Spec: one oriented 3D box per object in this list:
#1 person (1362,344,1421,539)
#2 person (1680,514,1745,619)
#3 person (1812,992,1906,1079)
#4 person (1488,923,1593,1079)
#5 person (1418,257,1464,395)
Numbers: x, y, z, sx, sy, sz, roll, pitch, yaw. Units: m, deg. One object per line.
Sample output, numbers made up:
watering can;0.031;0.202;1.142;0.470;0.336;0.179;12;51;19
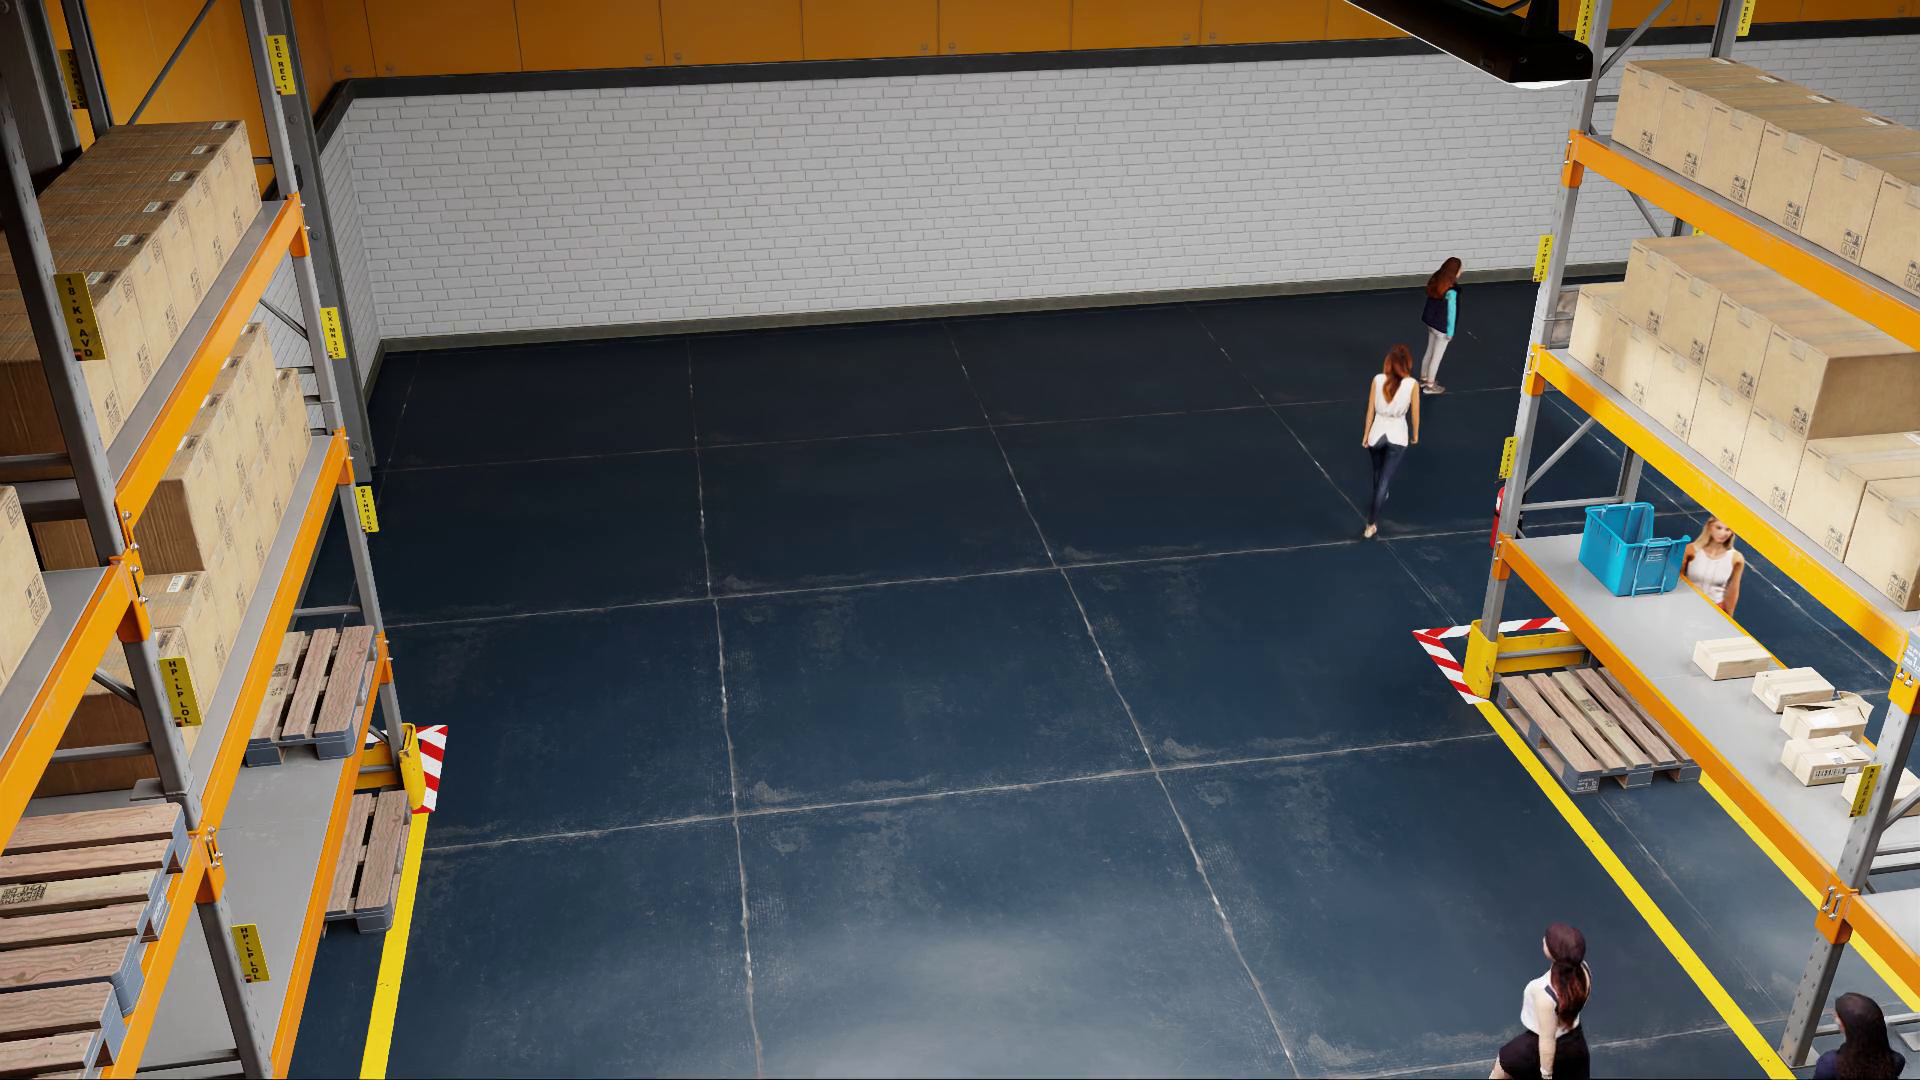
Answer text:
person;3.760;-0.829;14.676;1.010;1.733;1.187;12;31;21
person;5.333;0.564;12.054;0.732;1.800;0.757;10;30;17
person;4.143;2.938;7.789;0.850;1.715;1.171;5;29;10
person;3.066;2.660;8.416;0.858;1.602;1.168;-18;33;-30
person;5.066;-2.280;17.584;0.623;1.496;0.498;-5;29;-10
